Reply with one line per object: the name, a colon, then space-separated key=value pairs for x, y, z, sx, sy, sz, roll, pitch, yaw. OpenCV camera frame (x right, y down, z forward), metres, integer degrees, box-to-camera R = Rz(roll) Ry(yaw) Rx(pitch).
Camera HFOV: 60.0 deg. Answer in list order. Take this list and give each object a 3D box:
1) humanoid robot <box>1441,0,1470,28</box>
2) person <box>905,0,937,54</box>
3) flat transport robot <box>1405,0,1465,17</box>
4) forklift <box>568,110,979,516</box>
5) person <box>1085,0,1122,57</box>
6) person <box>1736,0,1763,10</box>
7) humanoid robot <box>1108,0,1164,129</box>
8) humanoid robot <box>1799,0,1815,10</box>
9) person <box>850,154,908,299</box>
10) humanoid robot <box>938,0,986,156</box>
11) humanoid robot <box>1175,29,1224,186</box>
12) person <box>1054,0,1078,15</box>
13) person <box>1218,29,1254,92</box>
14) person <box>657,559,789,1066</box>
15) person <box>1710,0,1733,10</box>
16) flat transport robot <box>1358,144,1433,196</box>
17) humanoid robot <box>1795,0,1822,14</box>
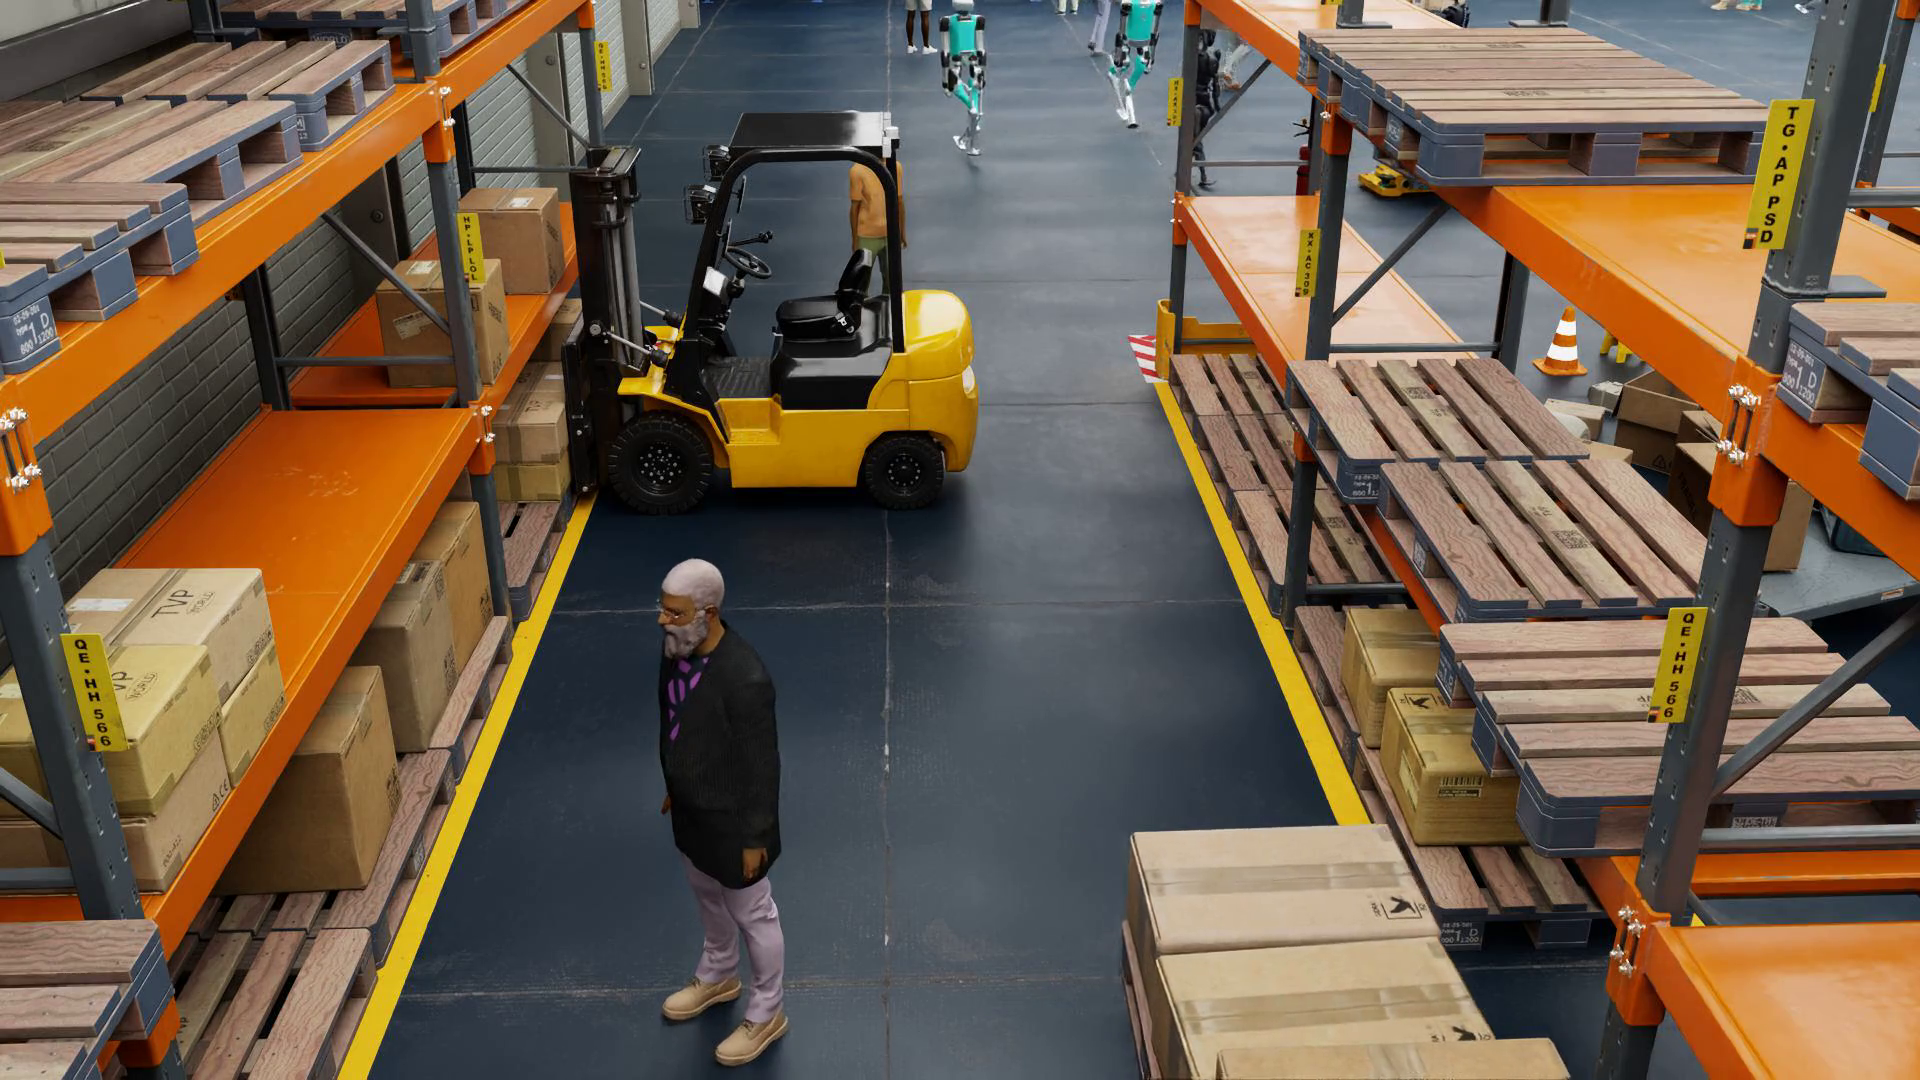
humanoid robot: x=5.943 y=-5.890 z=20.126 sx=0.589 sy=1.653 sz=0.322 roll=-20 pitch=32 yaw=-36
person: x=-0.625 y=-8.256 z=24.878 sx=0.544 sy=1.900 sz=0.375 roll=12 pitch=28 yaw=23
flat transport robot: x=7.446 y=-8.391 z=27.073 sx=0.659 sy=0.231 sz=1.431 roll=16 pitch=30 yaw=31
forklift: x=-1.043 y=-1.379 z=9.976 sx=2.313 sy=2.155 sz=1.214 roll=-1 pitch=25 yaw=-2
person: x=2.115 y=-8.115 z=24.677 sx=0.472 sy=1.814 sz=0.596 roll=-20 pitch=32 yaw=-36
person: x=14.038 y=-10.295 z=29.181 sx=0.498 sy=1.912 sz=0.352 roll=-6 pitch=26 yaw=-13
humanoid robot: x=2.001 y=-5.754 z=19.802 sx=0.540 sy=1.712 sz=1.019 roll=-8 pitch=27 yaw=-17
humanoid robot: x=15.043 y=-10.222 z=29.315 sx=0.383 sy=1.643 sz=0.606 roll=23 pitch=34 yaw=40
person: x=-0.596 y=-2.255 z=12.395 sx=0.438 sy=1.710 sz=0.390 roll=-12 pitch=28 yaw=-23
humanoid robot: x=0.113 y=-5.000 z=18.210 sx=0.529 sy=1.722 sz=1.062 roll=-10 pitch=27 yaw=-20
humanoid robot: x=2.525 y=-4.523 z=17.275 sx=0.611 sy=1.640 sz=0.674 roll=-23 pitch=33 yaw=-39
person: x=1.844 y=-9.974 z=28.696 sx=0.561 sy=1.742 sz=0.334 roll=-12 pitch=28 yaw=-23
person: x=3.667 y=-6.901 z=22.017 sx=0.434 sy=1.895 sz=0.699 roll=-4 pitch=26 yaw=-7
person: x=-0.801 y=0.896 z=5.548 sx=0.404 sy=1.854 sz=0.544 roll=-21 pitch=32 yaw=-37
person: x=13.590 y=-10.300 z=29.230 sx=0.533 sy=1.874 sz=0.565 roll=-6 pitch=26 yaw=-12
flat transport robot: x=4.935 y=-3.748 z=17.240 sx=1.431 sy=0.231 sz=0.659 roll=-4 pitch=26 yaw=-8
humanoid robot: x=14.626 y=-9.631 z=27.972 sx=0.540 sy=1.725 sz=1.019 roll=-8 pitch=26 yaw=-17
